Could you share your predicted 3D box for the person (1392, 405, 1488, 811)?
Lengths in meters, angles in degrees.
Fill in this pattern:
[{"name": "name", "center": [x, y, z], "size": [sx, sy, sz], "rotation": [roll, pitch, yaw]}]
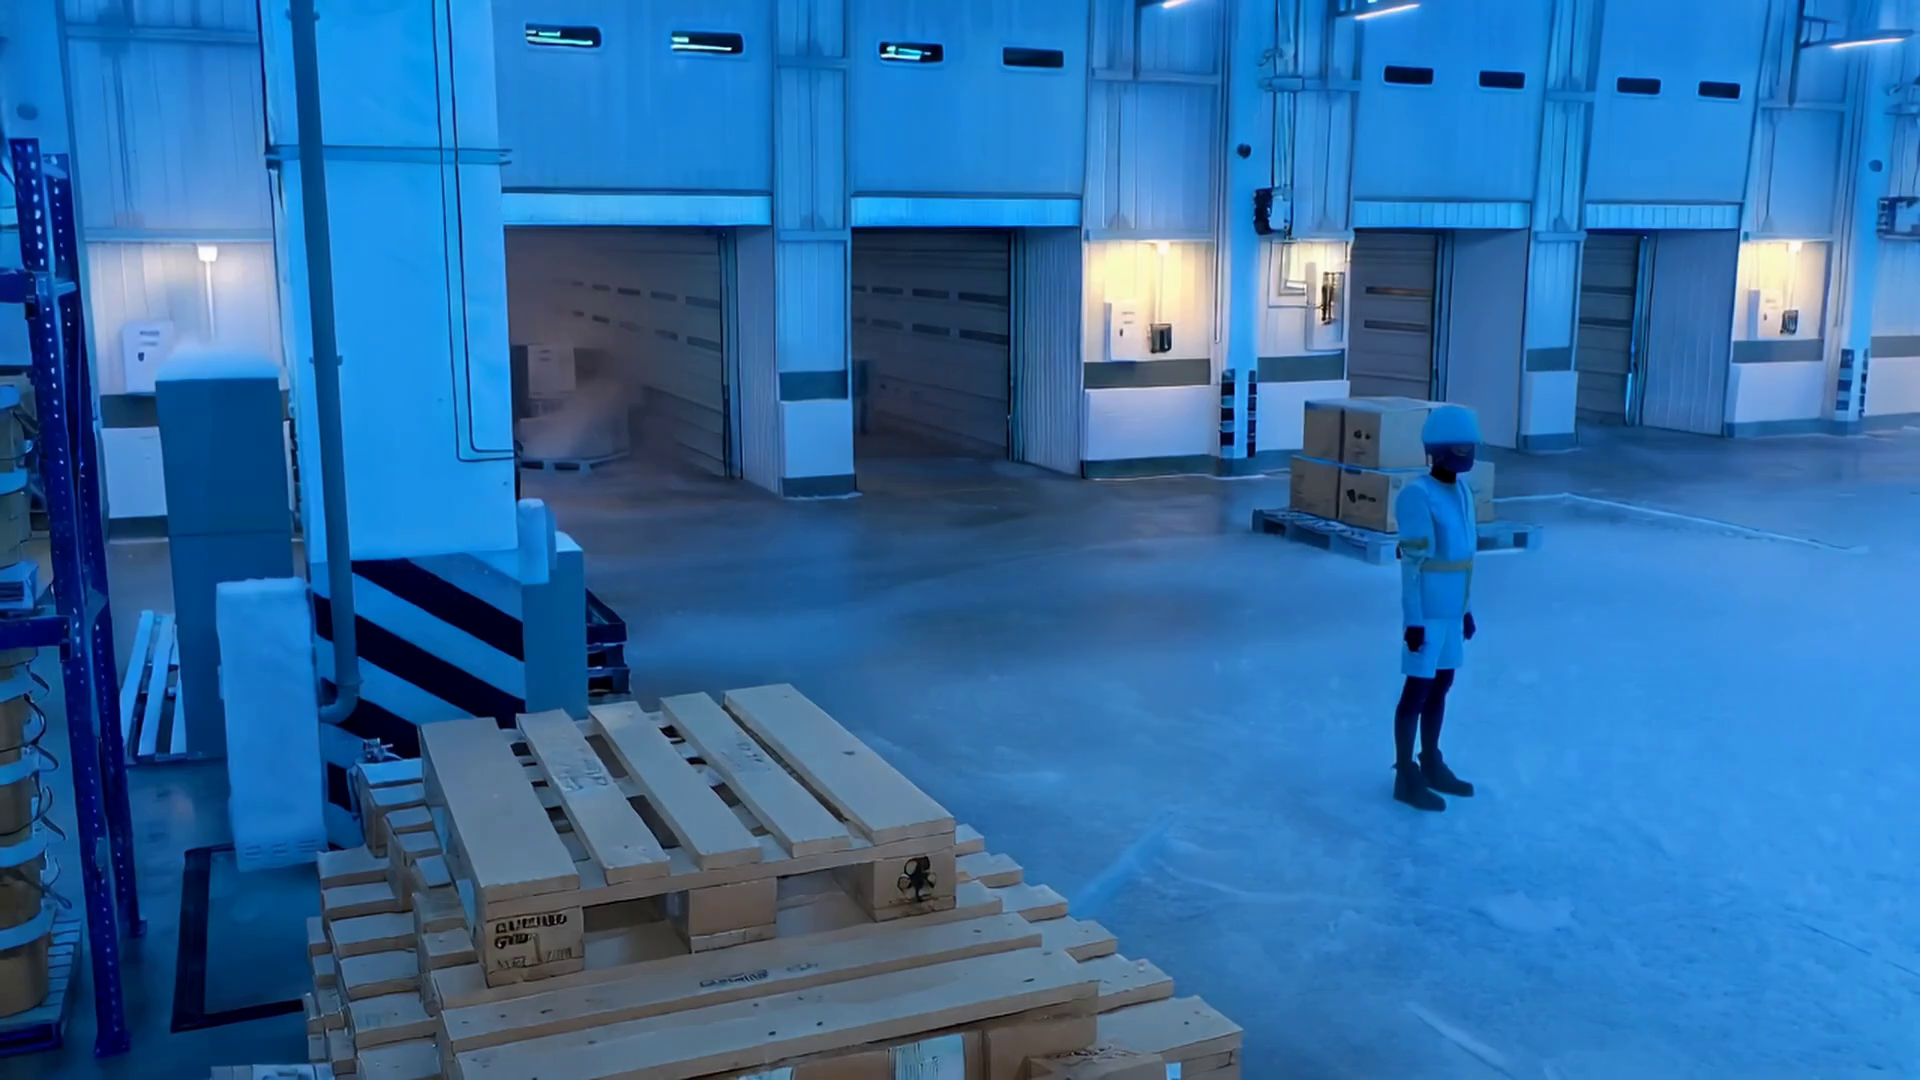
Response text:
[{"name": "person", "center": [2.314, 0.319, 8.018], "size": [0.545, 1.943, 0.347], "rotation": [-10, 14, -44]}]
